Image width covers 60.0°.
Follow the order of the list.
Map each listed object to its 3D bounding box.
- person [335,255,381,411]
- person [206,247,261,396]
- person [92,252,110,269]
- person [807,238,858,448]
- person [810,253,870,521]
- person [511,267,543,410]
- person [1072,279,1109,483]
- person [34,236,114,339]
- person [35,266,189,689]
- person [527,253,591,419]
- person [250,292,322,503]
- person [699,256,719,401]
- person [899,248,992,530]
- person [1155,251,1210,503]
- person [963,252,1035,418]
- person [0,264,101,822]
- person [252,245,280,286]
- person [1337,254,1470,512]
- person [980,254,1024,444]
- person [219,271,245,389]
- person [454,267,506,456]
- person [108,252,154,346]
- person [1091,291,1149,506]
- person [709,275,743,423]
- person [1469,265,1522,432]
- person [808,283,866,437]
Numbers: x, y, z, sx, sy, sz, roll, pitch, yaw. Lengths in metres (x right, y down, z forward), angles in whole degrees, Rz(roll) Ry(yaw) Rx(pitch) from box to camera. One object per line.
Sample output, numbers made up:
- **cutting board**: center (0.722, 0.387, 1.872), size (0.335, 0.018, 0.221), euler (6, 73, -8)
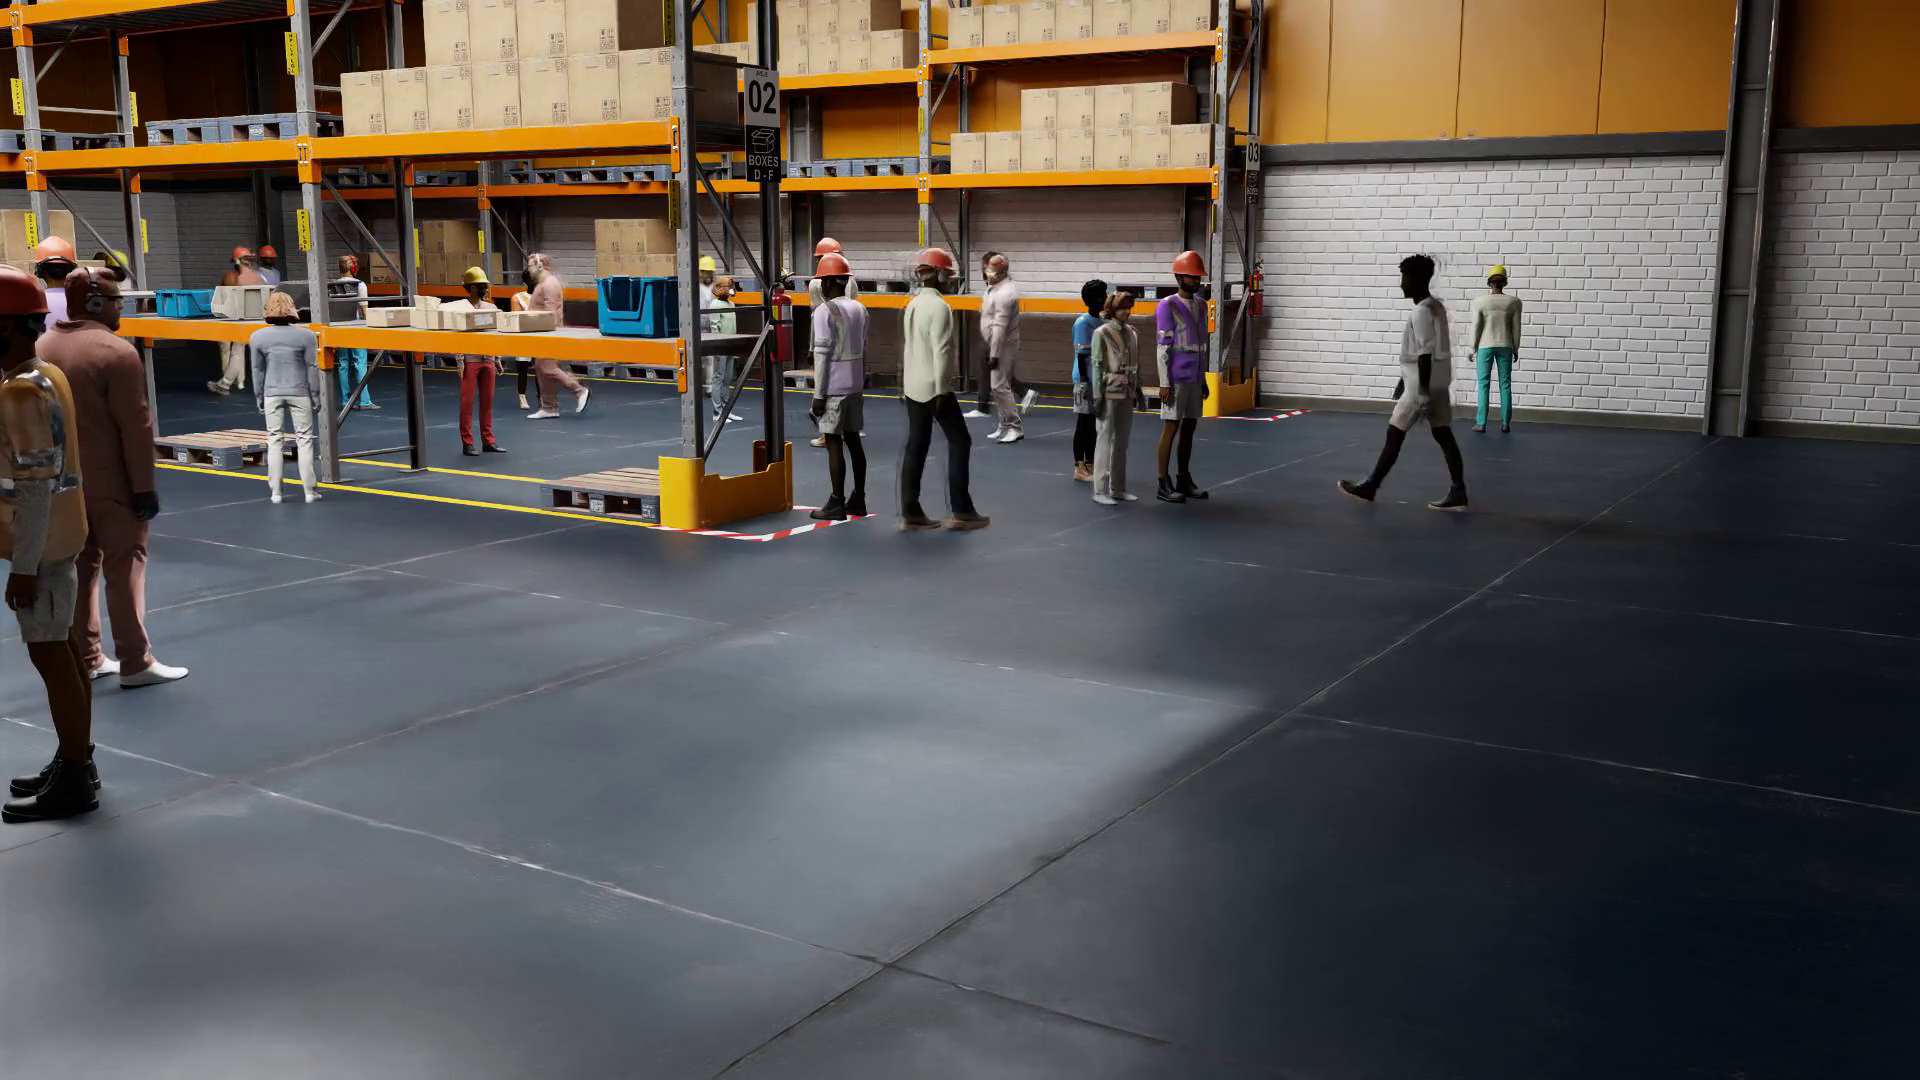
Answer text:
- **person**: center (-7.220, -2.445, 19.713), size (0.563, 1.848, 0.389), euler (4, 11, 19)
- **person**: center (-9.297, -2.843, 21.697), size (1.058, 1.923, 0.628), euler (0, 10, -1)
- **person**: center (-11.180, -2.834, 21.831), size (0.334, 1.864, 0.521), euler (5, 12, 27)
- **person**: center (-1.274, -1.919, 16.255), size (0.384, 2.041, 0.615), euler (8, 13, 38)
- **person**: center (-0.895, -1.108, 12.087), size (0.386, 1.932, 0.545), euler (7, 12, 32)
- **person**: center (-5.115, -2.410, 19.936), size (0.535, 1.697, 0.322), euler (-8, 13, -39)
- **person**: center (1.118, -1.333, 13.971), size (0.316, 1.696, 0.540), euler (5, 11, 27)
- **person**: center (-5.925, -0.978, 11.045), size (0.608, 2.044, 0.371), euler (-9, 14, -40)
- **person**: center (-3.877, -0.278, 7.552), size (0.643, 1.905, 0.399), euler (4, 11, 23)
- **person**: center (-4.605, -2.306, 18.855), size (0.603, 1.880, 0.673), euler (-5, 11, -25)
- **person**: center (-5.193, -1.092, 12.845), size (0.498, 1.629, 0.284), euler (-1, 10, -8)
- **person**: center (-3.201, -2.654, 20.958), size (0.620, 1.817, 0.420), euler (-6, 12, -29)
- **person**: center (-0.107, -1.050, 11.655), size (0.795, 1.962, 0.638), euler (-5, 11, -26)
- **person**: center (1.754, -1.260, 12.900), size (0.553, 1.935, 0.362), euler (-10, 14, -43)
- **person**: center (0.439, -2.328, 18.938), size (0.748, 1.896, 0.604), euler (2, 10, 9)
- **person**: center (-3.263, 0.014, 5.841), size (0.357, 1.938, 0.545), euler (-4, 11, -22)
- **person**: center (-10.623, -3.561, 25.642), size (0.361, 1.939, 0.542), euler (4, 11, 19)
- **person**: center (3.387, -1.170, 12.458), size (1.023, 1.902, 0.617), euler (6, 12, 32)
- **person**: center (0.428, -1.908, 16.684), size (0.453, 1.884, 0.708), euler (1, 10, 4)
- **person**: center (-9.829, -2.825, 22.455), size (0.516, 1.613, 0.614), euler (-4, 11, -19)
- **person**: center (-4.550, -1.684, 15.714), size (0.300, 1.772, 0.524), euler (7, 12, 34)
- **person**: center (-10.185, -2.568, 20.304), size (0.974, 1.871, 0.613), euler (7, 13, 36)
- **person**: center (1.202, -1.088, 12.811), size (0.318, 1.635, 0.534), euler (9, 14, 41)
- **person**: center (-2.614, -2.122, 18.519), size (0.282, 1.633, 0.498), euler (3, 11, 17)
- **person**: center (5.635, -2.013, 17.550), size (0.531, 1.765, 0.327), euler (1, 10, 3)
- **person**: center (-1.246, -1.846, 17.004), size (0.492, 1.620, 0.525), euler (-2, 10, -11)
